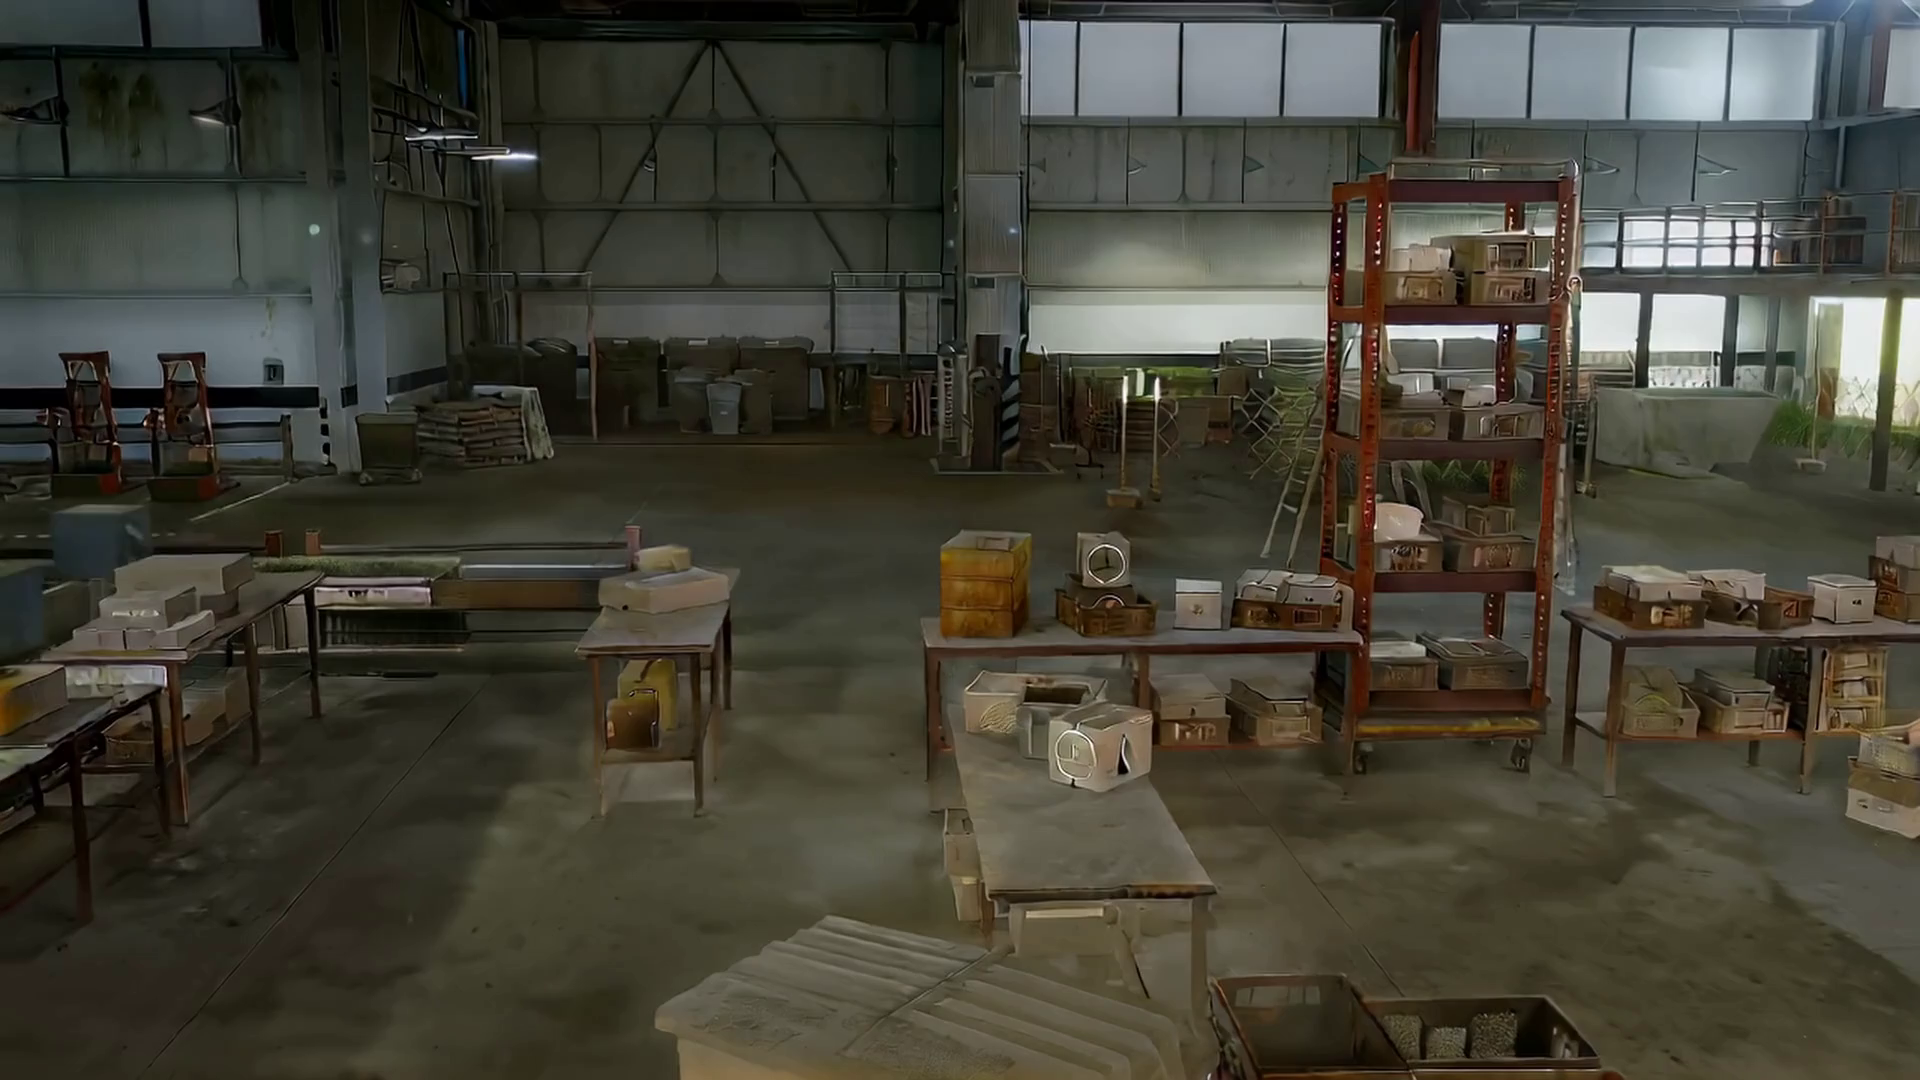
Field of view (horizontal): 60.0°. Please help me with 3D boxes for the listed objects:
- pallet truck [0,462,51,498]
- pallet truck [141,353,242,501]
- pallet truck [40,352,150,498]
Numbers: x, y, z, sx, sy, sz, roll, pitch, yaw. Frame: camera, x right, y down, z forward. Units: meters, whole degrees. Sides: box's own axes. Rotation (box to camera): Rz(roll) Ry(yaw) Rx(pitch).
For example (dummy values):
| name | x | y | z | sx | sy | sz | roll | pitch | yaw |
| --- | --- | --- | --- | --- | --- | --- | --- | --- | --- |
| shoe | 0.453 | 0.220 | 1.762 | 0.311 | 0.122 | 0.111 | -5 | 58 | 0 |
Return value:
| name | x | y | z | sx | sy | sz | roll | pitch | yaw |
| --- | --- | --- | --- | --- | --- | --- | --- | --- | --- |
| pallet truck | -13.193 | -1.293 | 23.148 | 0.653 | 1.274 | 1.630 | -1 | 9 | -4 |
| pallet truck | -10.520 | -1.604 | 22.925 | 0.823 | 1.965 | 1.885 | -1 | 9 | -6 |
| pallet truck | -11.907 | -1.642 | 23.165 | 0.823 | 1.965 | 1.885 | 0 | 9 | 0 |
